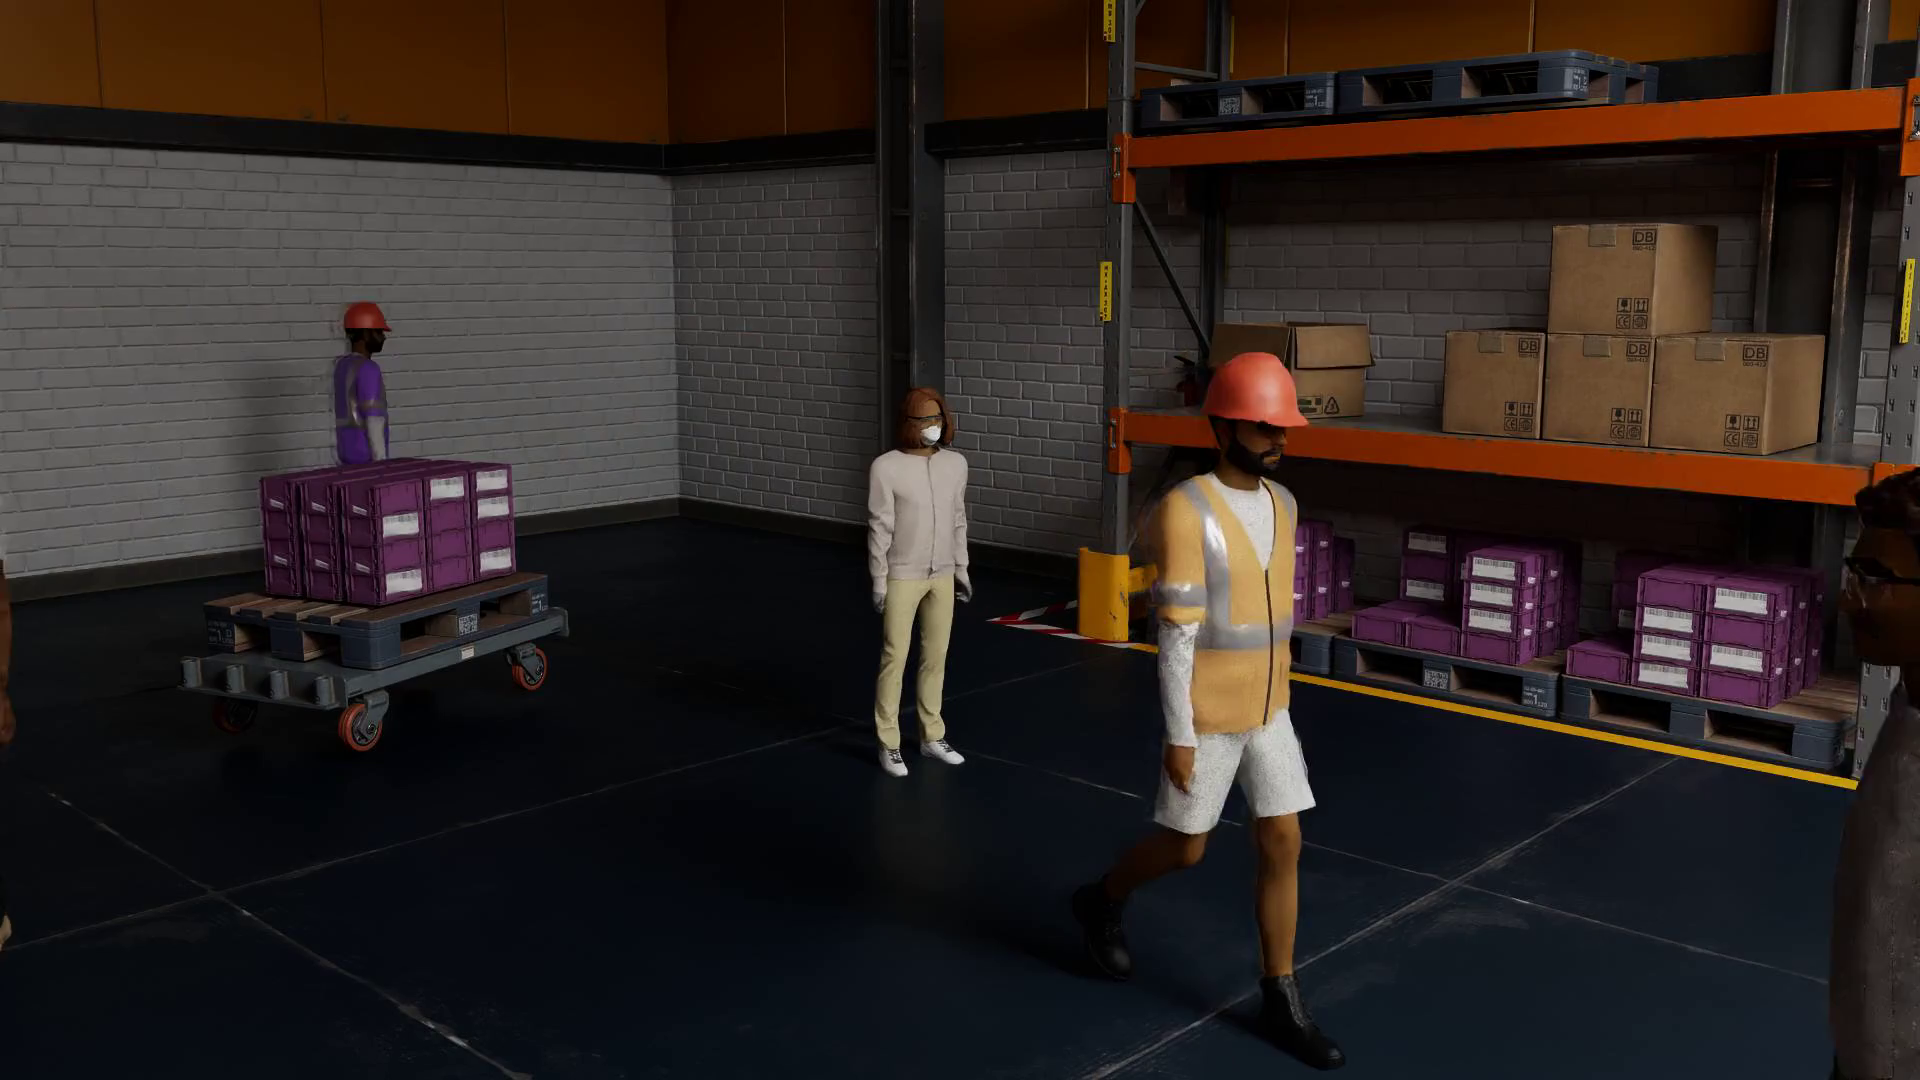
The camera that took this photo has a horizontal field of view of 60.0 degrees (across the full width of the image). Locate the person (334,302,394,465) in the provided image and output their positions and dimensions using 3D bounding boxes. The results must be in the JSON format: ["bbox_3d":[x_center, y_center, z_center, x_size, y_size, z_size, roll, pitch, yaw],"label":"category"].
[{"bbox_3d":[-3.793,-0.531,10.439,0.630,1.918,0.565,-6,11,-35],"label":"person"}]

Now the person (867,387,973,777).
[{"bbox_3d":[-0.167,0.169,7.018,0.507,1.631,0.266,-7,11,-36],"label":"person"}]

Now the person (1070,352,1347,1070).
[{"bbox_3d":[0.696,0.429,4.606,0.548,1.911,0.877,-7,11,-36],"label":"person"}]

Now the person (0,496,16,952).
[{"bbox_3d":[-3.040,0.347,4.686,0.686,2.000,1.027,-3,10,-20],"label":"person"}]

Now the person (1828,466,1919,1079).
[{"bbox_3d":[1.367,0.816,2.356,0.505,1.860,0.538,3,10,16],"label":"person"}]
